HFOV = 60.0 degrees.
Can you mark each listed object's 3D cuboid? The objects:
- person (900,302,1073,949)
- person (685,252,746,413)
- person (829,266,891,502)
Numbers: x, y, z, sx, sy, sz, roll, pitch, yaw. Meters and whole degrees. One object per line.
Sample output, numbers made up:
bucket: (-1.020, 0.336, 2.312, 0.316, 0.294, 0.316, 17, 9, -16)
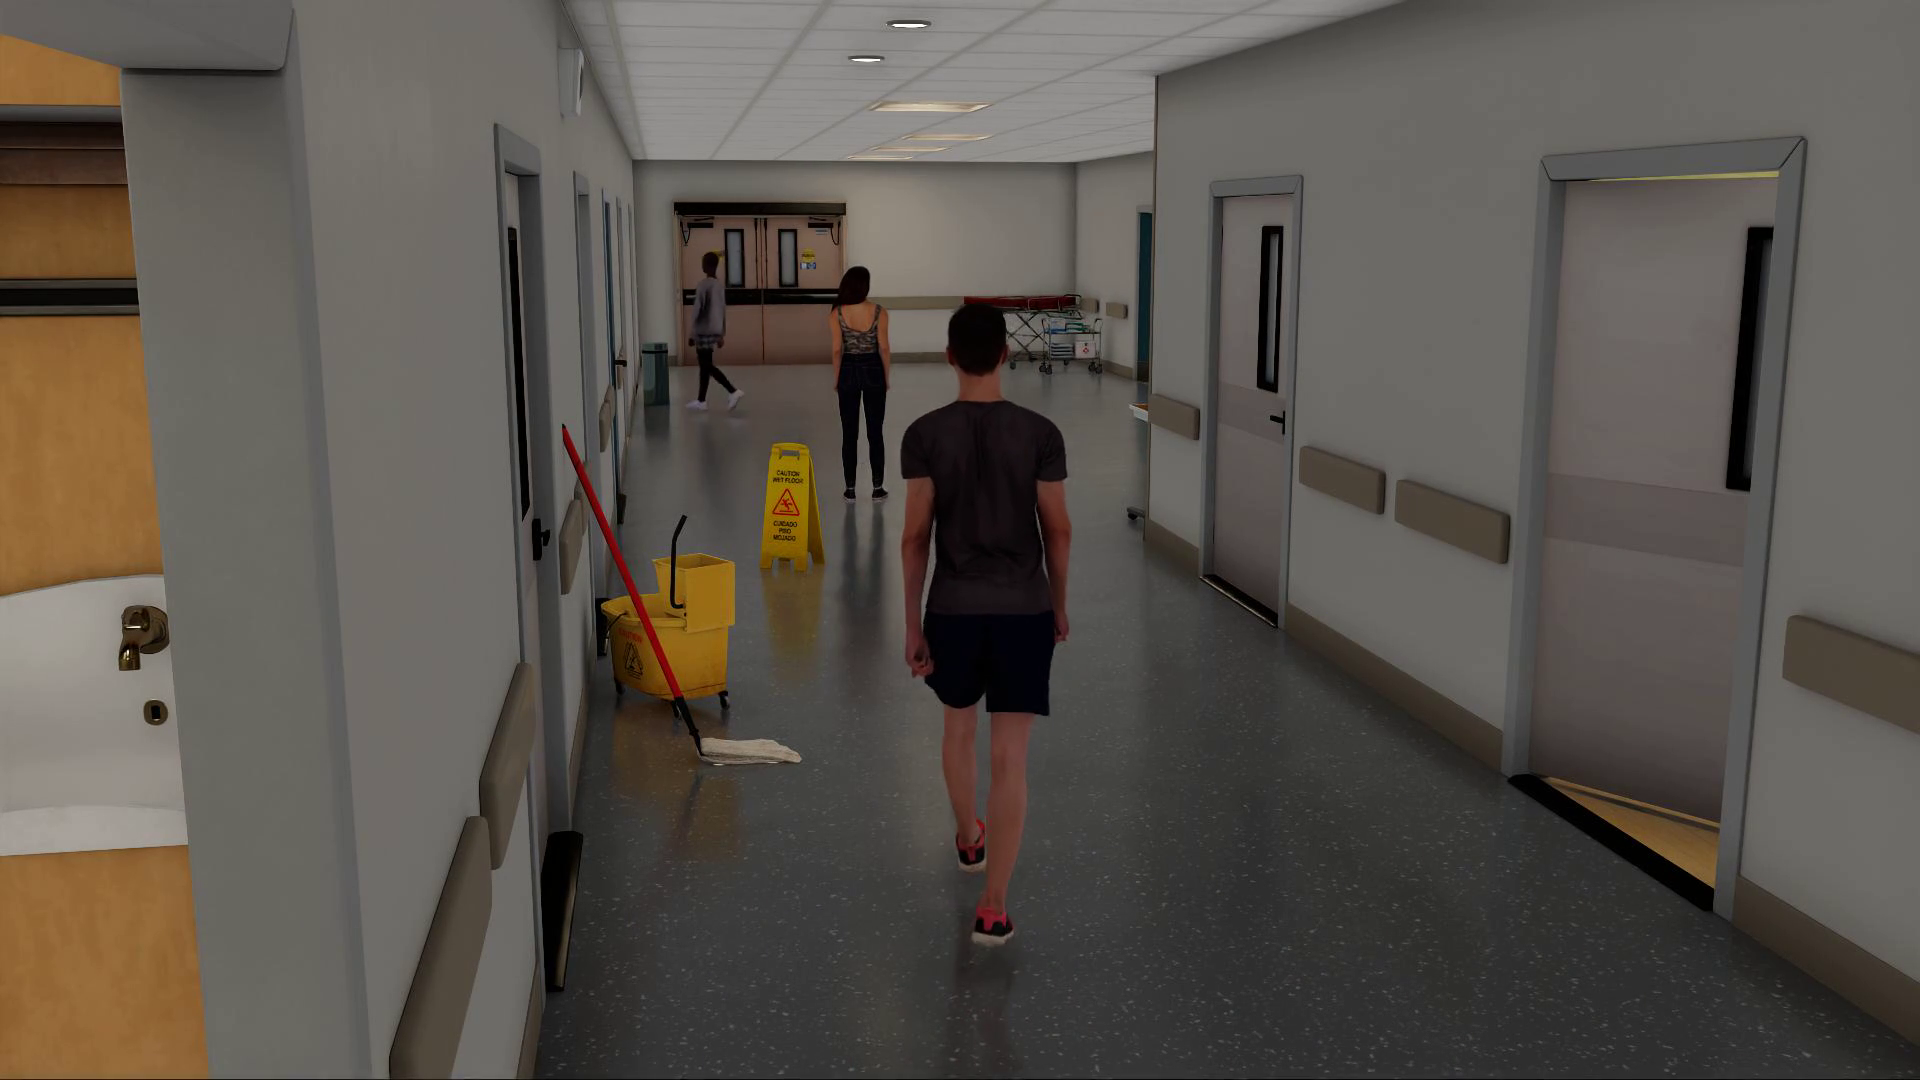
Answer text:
person: (0.085, 0.273, 4.792, 0.870, 1.806, 1.258, 1, 11, 5)
person: (-2.706, -2.254, 18.258, 1.040, 1.751, 1.106, 5, 12, 23)
person: (-0.745, -1.189, 12.600, 0.640, 1.768, 0.578, 0, 11, 0)
